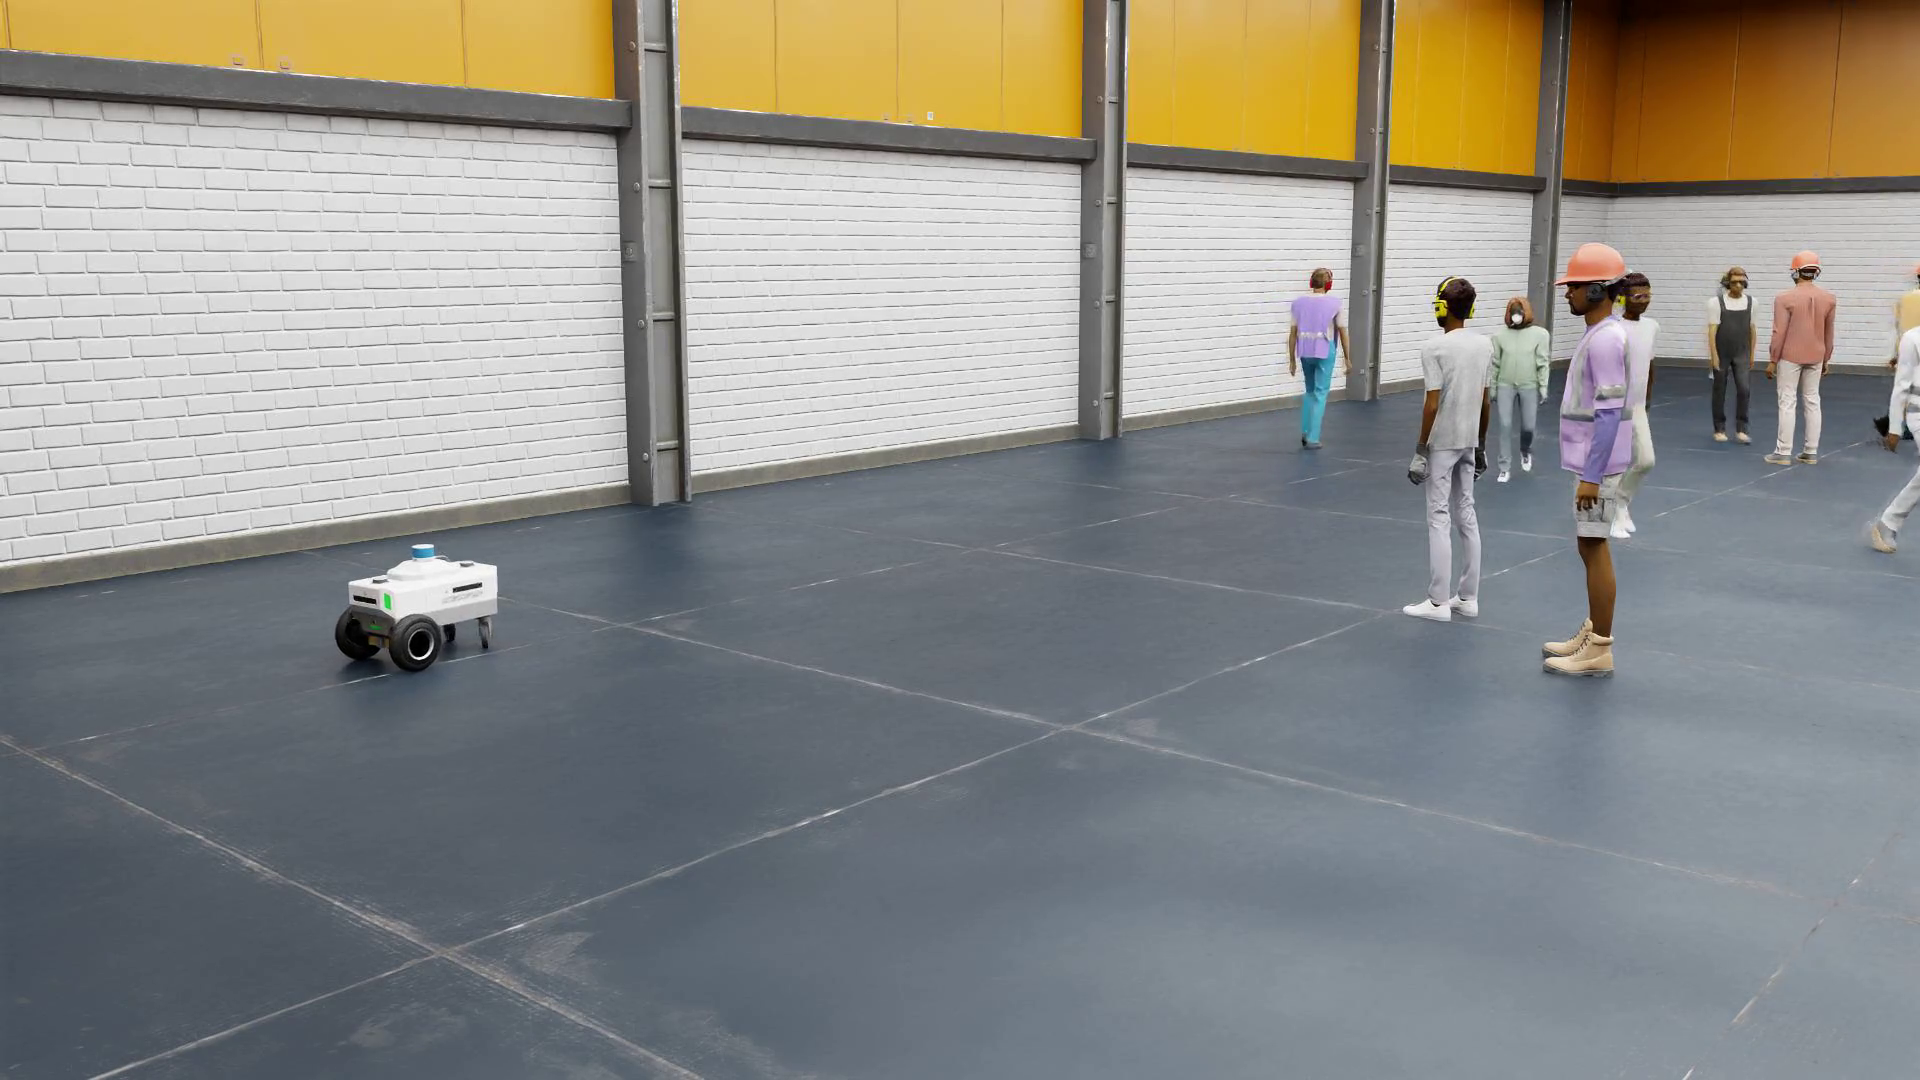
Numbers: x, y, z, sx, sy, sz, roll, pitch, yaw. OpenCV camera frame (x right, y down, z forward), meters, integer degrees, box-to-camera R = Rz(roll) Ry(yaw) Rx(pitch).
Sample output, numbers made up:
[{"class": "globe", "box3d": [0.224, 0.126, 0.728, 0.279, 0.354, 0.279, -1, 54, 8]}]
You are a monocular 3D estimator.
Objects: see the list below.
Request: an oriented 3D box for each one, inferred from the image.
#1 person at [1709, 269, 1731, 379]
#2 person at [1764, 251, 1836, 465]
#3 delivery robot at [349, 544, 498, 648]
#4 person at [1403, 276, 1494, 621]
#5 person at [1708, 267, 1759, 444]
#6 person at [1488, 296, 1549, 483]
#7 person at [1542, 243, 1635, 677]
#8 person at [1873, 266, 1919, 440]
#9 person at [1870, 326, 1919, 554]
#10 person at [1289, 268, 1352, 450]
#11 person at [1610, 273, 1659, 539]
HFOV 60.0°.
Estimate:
[{"class": "person", "box3d": [11.798, -3.323, 25.673, 0.343, 1.703, 0.621, 2, 10, 12]}, {"class": "person", "box3d": [7.855, -1.699, 15.584, 0.618, 1.992, 0.396, -1, 10, -6]}, {"class": "delivery robot", "box3d": [-2.643, 0.265, 8.232, 0.477, 0.478, 0.707, 7, 12, 34]}, {"class": "person", "box3d": [2.667, -0.491, 9.069, 0.533, 1.868, 0.310, -6, 11, -29]}, {"class": "person", "box3d": [7.980, -1.891, 17.181, 0.515, 1.814, 0.745, 2, 10, 12]}, {"class": "person", "box3d": [4.855, -1.316, 14.479, 0.512, 1.614, 0.503, 4, 11, 23]}, {"class": "person", "box3d": [2.971, -0.372, 7.891, 0.393, 2.041, 0.614, 4, 11, 20]}, {"class": "person", "box3d": [9.890, -1.957, 17.320, 0.756, 1.910, 0.580, -3, 10, -17]}, {"class": "person", "box3d": [6.242, -0.757, 10.688, 0.581, 1.847, 0.951, -2, 10, -9]}, {"class": "person", "box3d": [3.640, -1.825, 16.780, 0.572, 1.822, 0.575, 8, 13, 38]}, {"class": "person", "box3d": [4.635, -0.924, 11.582, 0.517, 1.851, 0.376, -2, 10, -10]}]
